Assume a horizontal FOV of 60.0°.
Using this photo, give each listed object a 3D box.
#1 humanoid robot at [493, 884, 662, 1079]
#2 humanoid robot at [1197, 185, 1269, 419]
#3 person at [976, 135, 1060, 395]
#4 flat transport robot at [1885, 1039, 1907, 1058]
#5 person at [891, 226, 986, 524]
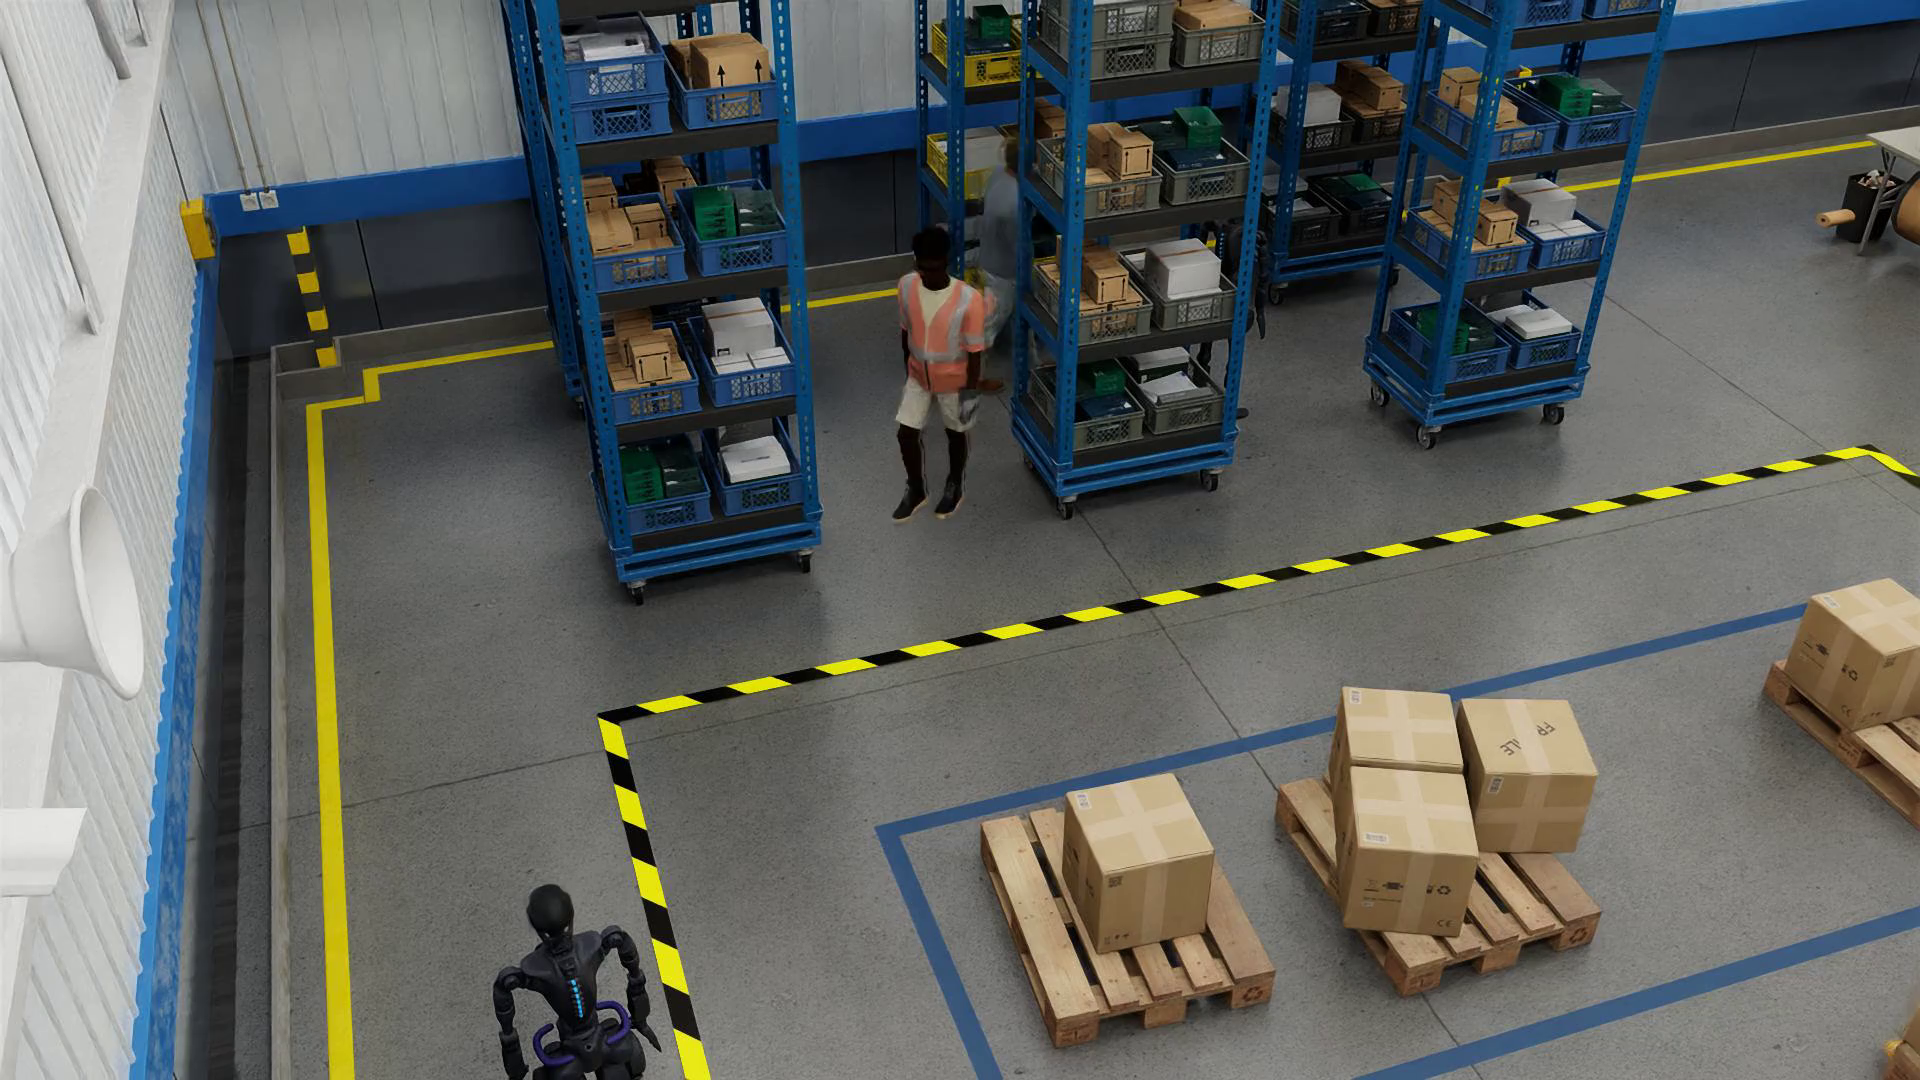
[{"bbox_3d":[-1.397,1.898,6.132,0.599,1.655,0.315,-18,39,-24],"label":"humanoid robot"},{"bbox_3d":[1.767,-1.587,11.071,0.599,1.657,0.315,26,43,32],"label":"humanoid robot"},{"bbox_3d":[0.405,-1.837,11.239,0.844,1.900,0.650,-3,35,-4],"label":"person"},{"bbox_3d":[4.476,2.442,6.569,0.652,0.197,1.431,-11,37,-15],"label":"flat transport robot"},{"bbox_3d":[-0.161,-0.928,9.919,0.615,1.945,0.664,16,38,22],"label":"person"}]
